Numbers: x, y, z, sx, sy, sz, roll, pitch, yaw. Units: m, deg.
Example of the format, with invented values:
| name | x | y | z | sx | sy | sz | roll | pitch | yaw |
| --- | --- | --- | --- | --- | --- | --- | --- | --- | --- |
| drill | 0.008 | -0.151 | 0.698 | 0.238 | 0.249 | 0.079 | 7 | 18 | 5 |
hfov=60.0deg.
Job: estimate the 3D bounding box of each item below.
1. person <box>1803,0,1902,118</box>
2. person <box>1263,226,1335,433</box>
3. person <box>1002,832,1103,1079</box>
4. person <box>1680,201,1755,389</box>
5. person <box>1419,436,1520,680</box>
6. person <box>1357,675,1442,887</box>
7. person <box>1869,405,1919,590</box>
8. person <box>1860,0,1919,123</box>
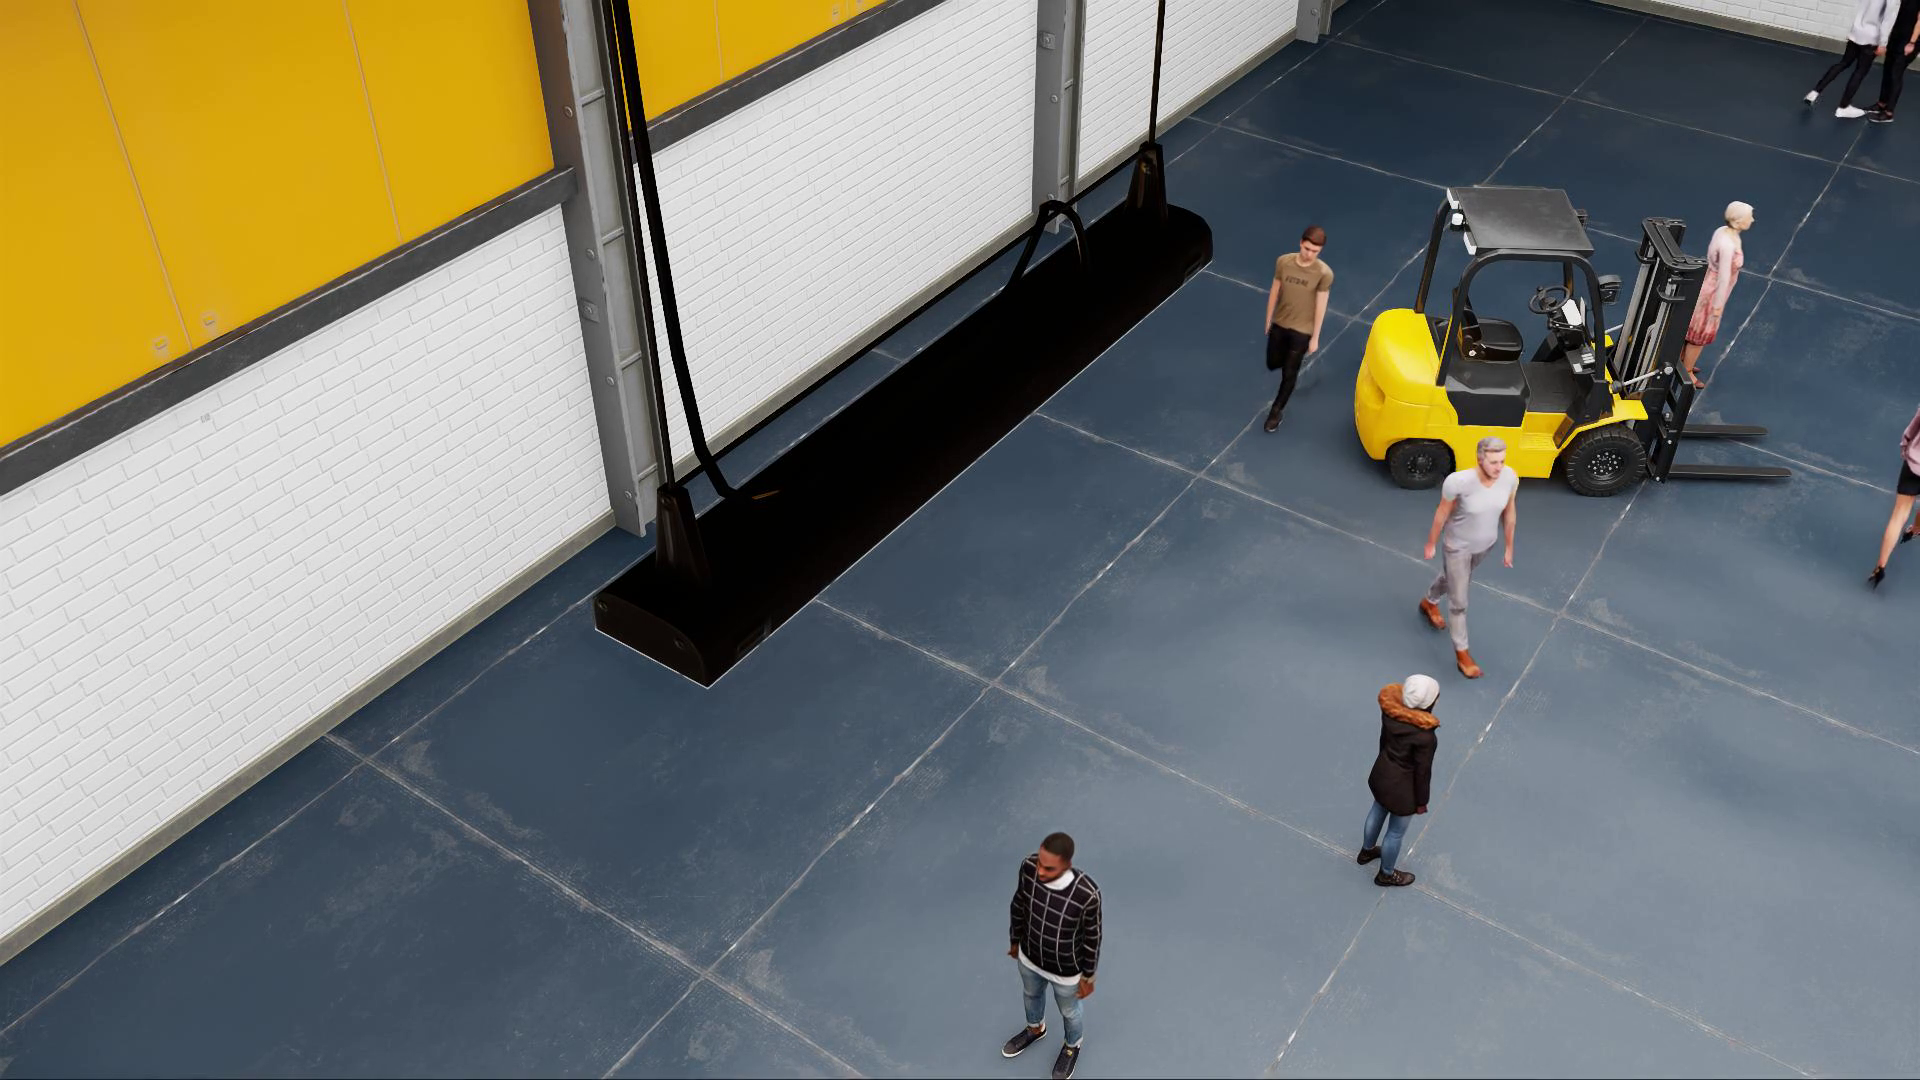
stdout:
| name | x | y | z | sx | sy | sz | roll | pitch | yaw |
| --- | --- | --- | --- | --- | --- | --- | --- | --- | --- |
| person | 9.971 | -5.600 | 18.374 | 1.061 | 1.909 | 1.007 | -11 | 40 | -14 |
| person | 2.787 | -1.779 | 13.656 | 0.660 | 1.826 | 0.918 | 24 | 44 | 27 |
| person | 0.503 | 2.159 | 8.731 | 0.664 | 1.819 | 0.517 | 24 | 44 | 27 |
| person | 6.404 | -2.105 | 14.172 | 0.726 | 1.692 | 0.621 | 8 | 39 | 9 |
| person | 3.460 | -0.013 | 11.486 | 1.208 | 1.775 | 1.208 | -10 | 40 | -13 |
| person | 2.600 | 1.406 | 9.822 | 0.779 | 1.634 | 0.741 | -13 | 40 | -16 |
| person | 6.933 | -0.403 | 11.983 | 0.599 | 1.764 | 1.034 | 23 | 44 | 26 |
| person | 10.443 | -5.543 | 18.339 | 0.828 | 1.865 | 0.721 | 1 | 39 | 1 |
